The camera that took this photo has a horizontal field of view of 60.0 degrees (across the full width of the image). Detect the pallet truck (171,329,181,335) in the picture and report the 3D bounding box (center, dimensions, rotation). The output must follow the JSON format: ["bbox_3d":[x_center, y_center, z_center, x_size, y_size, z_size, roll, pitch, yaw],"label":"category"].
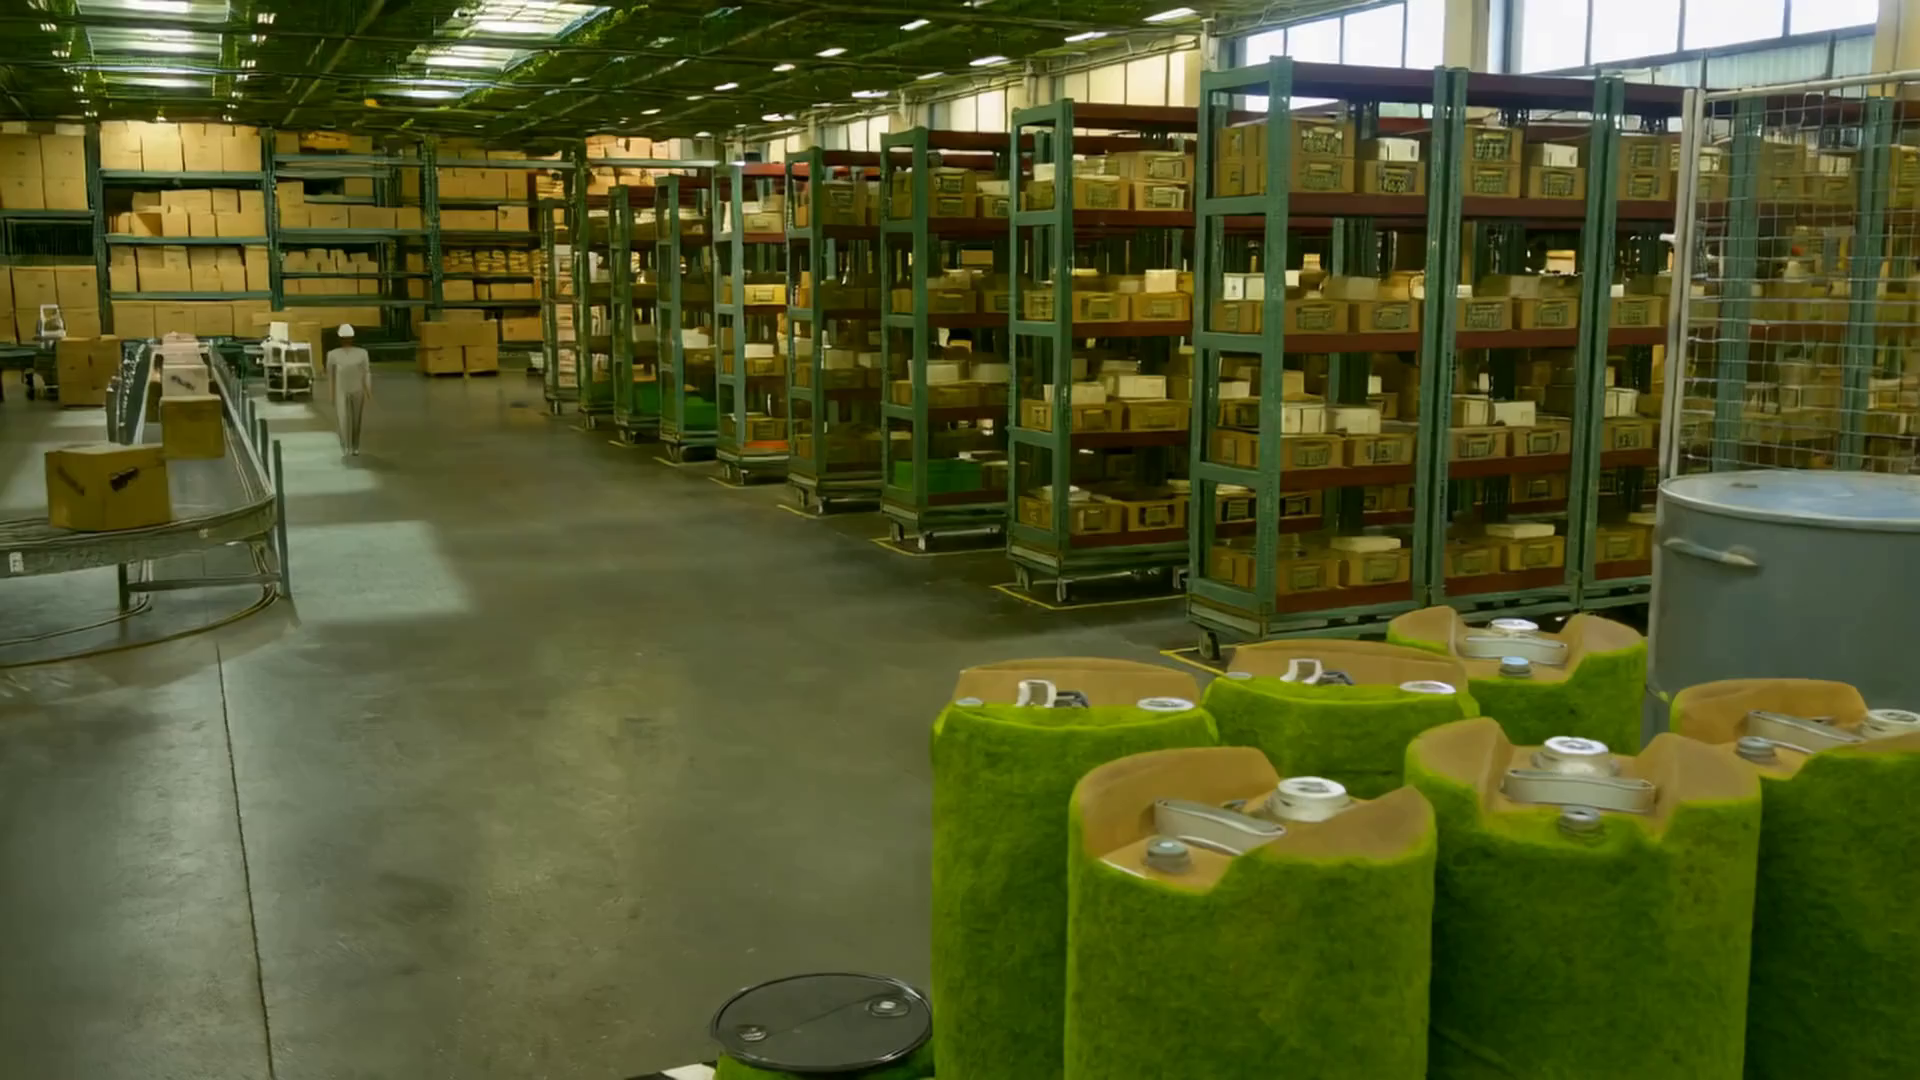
[{"bbox_3d":[-17.275,-3.851,35.096,1.601,1.201,0.680,0,9,1],"label":"pallet truck"}]

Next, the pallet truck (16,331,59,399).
[{"bbox_3d":[-17.082,-3.353,31.781,1.630,1.274,0.653,-4,10,-25],"label":"pallet truck"}]

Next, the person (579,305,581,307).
[{"bbox_3d":[-11.617,-6.891,51.620,0.562,1.981,0.635,-5,11,-30],"label":"person"}]

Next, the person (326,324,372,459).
[{"bbox_3d":[-7.860,-1.905,21.461,0.531,1.733,0.838,-4,10,-25],"label":"person"}]

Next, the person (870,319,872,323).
[{"bbox_3d":[-2.814,-6.868,52.188,0.337,1.747,0.573,2,9,14],"label":"person"}]

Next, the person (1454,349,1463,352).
[{"bbox_3d":[5.762,-1.650,19.598,0.593,1.817,0.780,-3,10,-18],"label":"person"}]
